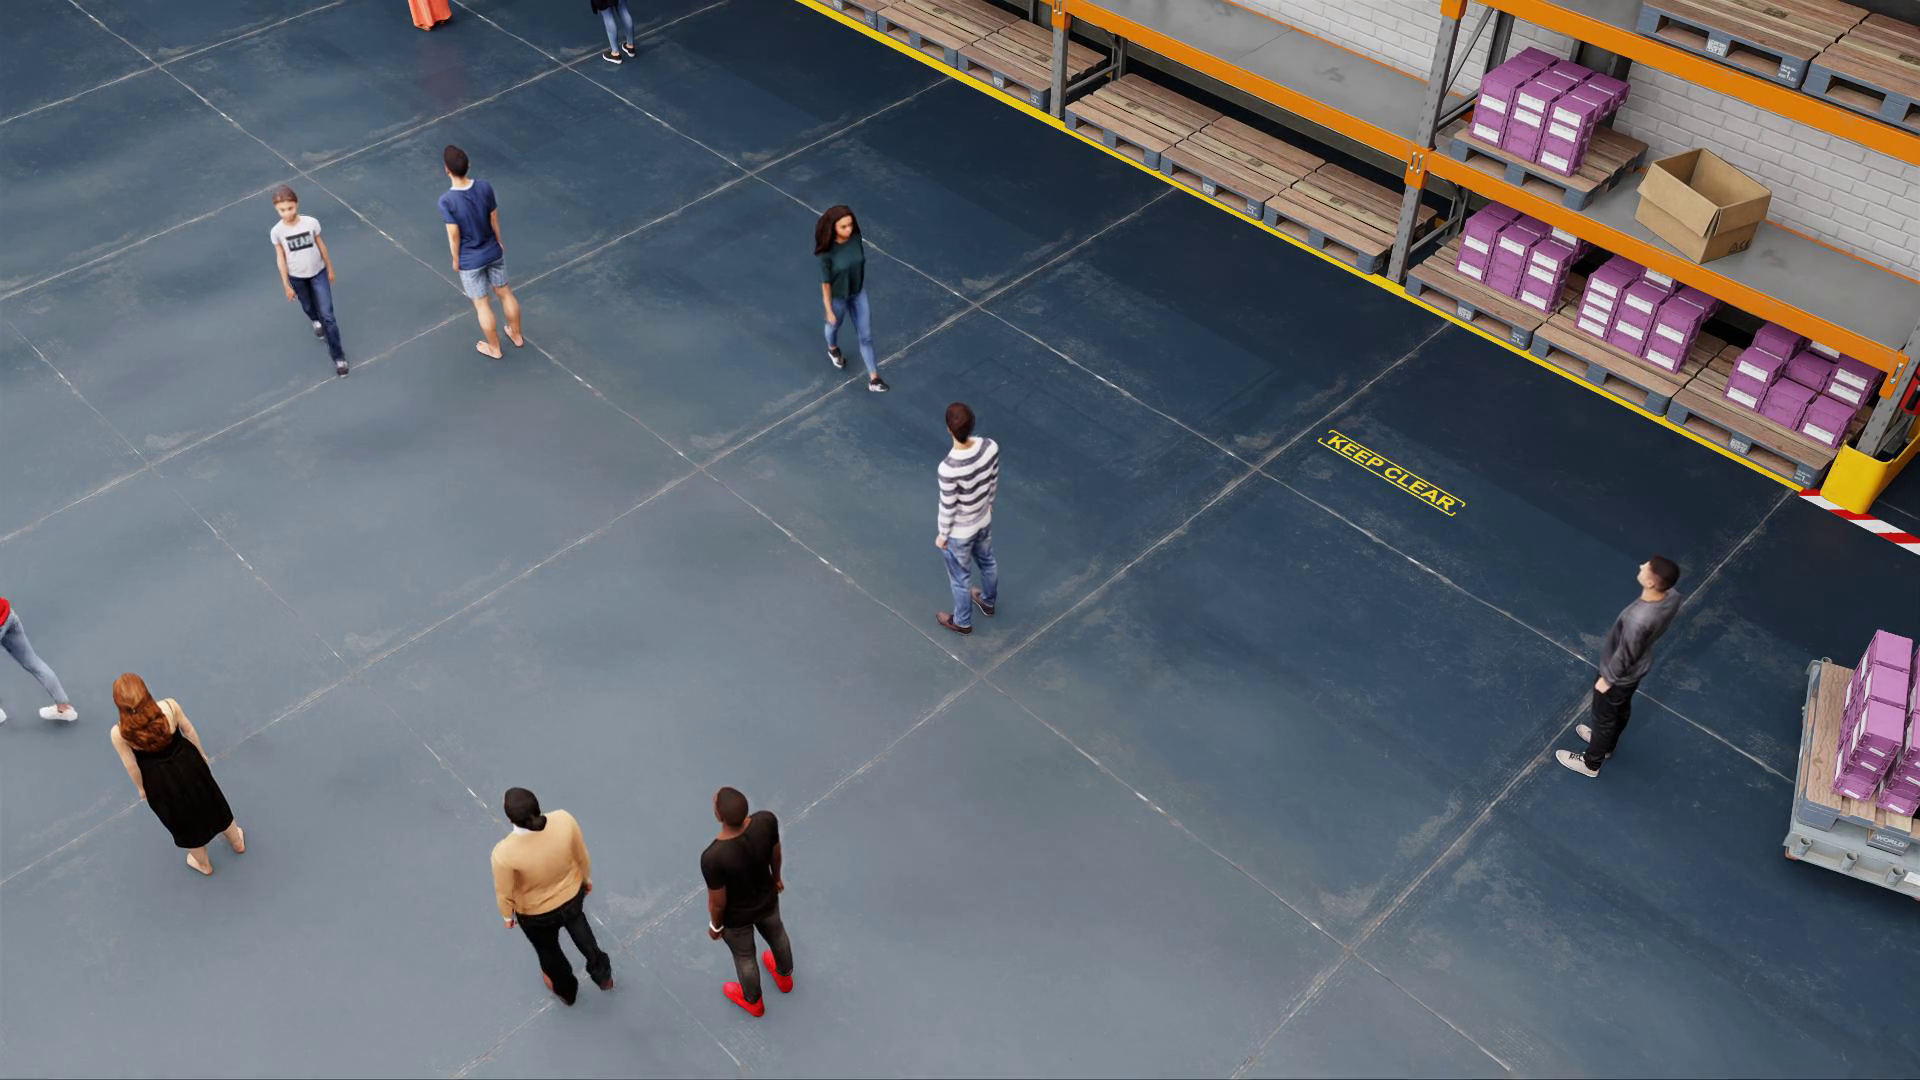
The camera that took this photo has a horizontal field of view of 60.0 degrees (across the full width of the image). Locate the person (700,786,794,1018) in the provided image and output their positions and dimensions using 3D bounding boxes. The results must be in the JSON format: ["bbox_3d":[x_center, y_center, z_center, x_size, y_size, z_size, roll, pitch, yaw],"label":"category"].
[{"bbox_3d":[-1.124,1.908,8.806,0.629,1.805,0.520,-33,53,-30],"label":"person"}]

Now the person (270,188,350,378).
[{"bbox_3d":[-5.224,-2.147,13.266,0.828,1.523,1.149,-17,46,-17],"label":"person"}]

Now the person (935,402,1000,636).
[{"bbox_3d":[0.050,-0.130,10.914,0.642,1.848,0.522,-33,53,-30],"label":"person"}]

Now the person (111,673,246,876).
[{"bbox_3d":[-4.511,1.340,9.533,0.555,1.624,0.553,-33,53,-30],"label":"person"}]

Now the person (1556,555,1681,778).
[{"bbox_3d":[4.019,0.761,10.042,0.611,1.760,0.530,-33,53,-30],"label":"person"}]

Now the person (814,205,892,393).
[{"bbox_3d":[-0.959,-1.944,13.017,0.718,1.575,1.109,-26,49,-25],"label":"person"}]

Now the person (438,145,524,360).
[{"bbox_3d":[-3.800,-2.266,13.156,0.608,1.848,0.548,-33,53,-30],"label":"person"}]

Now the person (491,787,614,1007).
[{"bbox_3d":[-2.134,1.949,8.811,0.701,1.739,0.649,34,53,30],"label":"person"}]

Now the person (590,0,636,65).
[{"bbox_3d":[-3.560,-5.666,16.845,0.620,1.683,0.551,-33,53,-30],"label":"person"}]

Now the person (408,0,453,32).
[{"bbox_3d":[-5.719,-6.214,17.334,0.616,1.801,0.574,-33,53,-30],"label":"person"}]
